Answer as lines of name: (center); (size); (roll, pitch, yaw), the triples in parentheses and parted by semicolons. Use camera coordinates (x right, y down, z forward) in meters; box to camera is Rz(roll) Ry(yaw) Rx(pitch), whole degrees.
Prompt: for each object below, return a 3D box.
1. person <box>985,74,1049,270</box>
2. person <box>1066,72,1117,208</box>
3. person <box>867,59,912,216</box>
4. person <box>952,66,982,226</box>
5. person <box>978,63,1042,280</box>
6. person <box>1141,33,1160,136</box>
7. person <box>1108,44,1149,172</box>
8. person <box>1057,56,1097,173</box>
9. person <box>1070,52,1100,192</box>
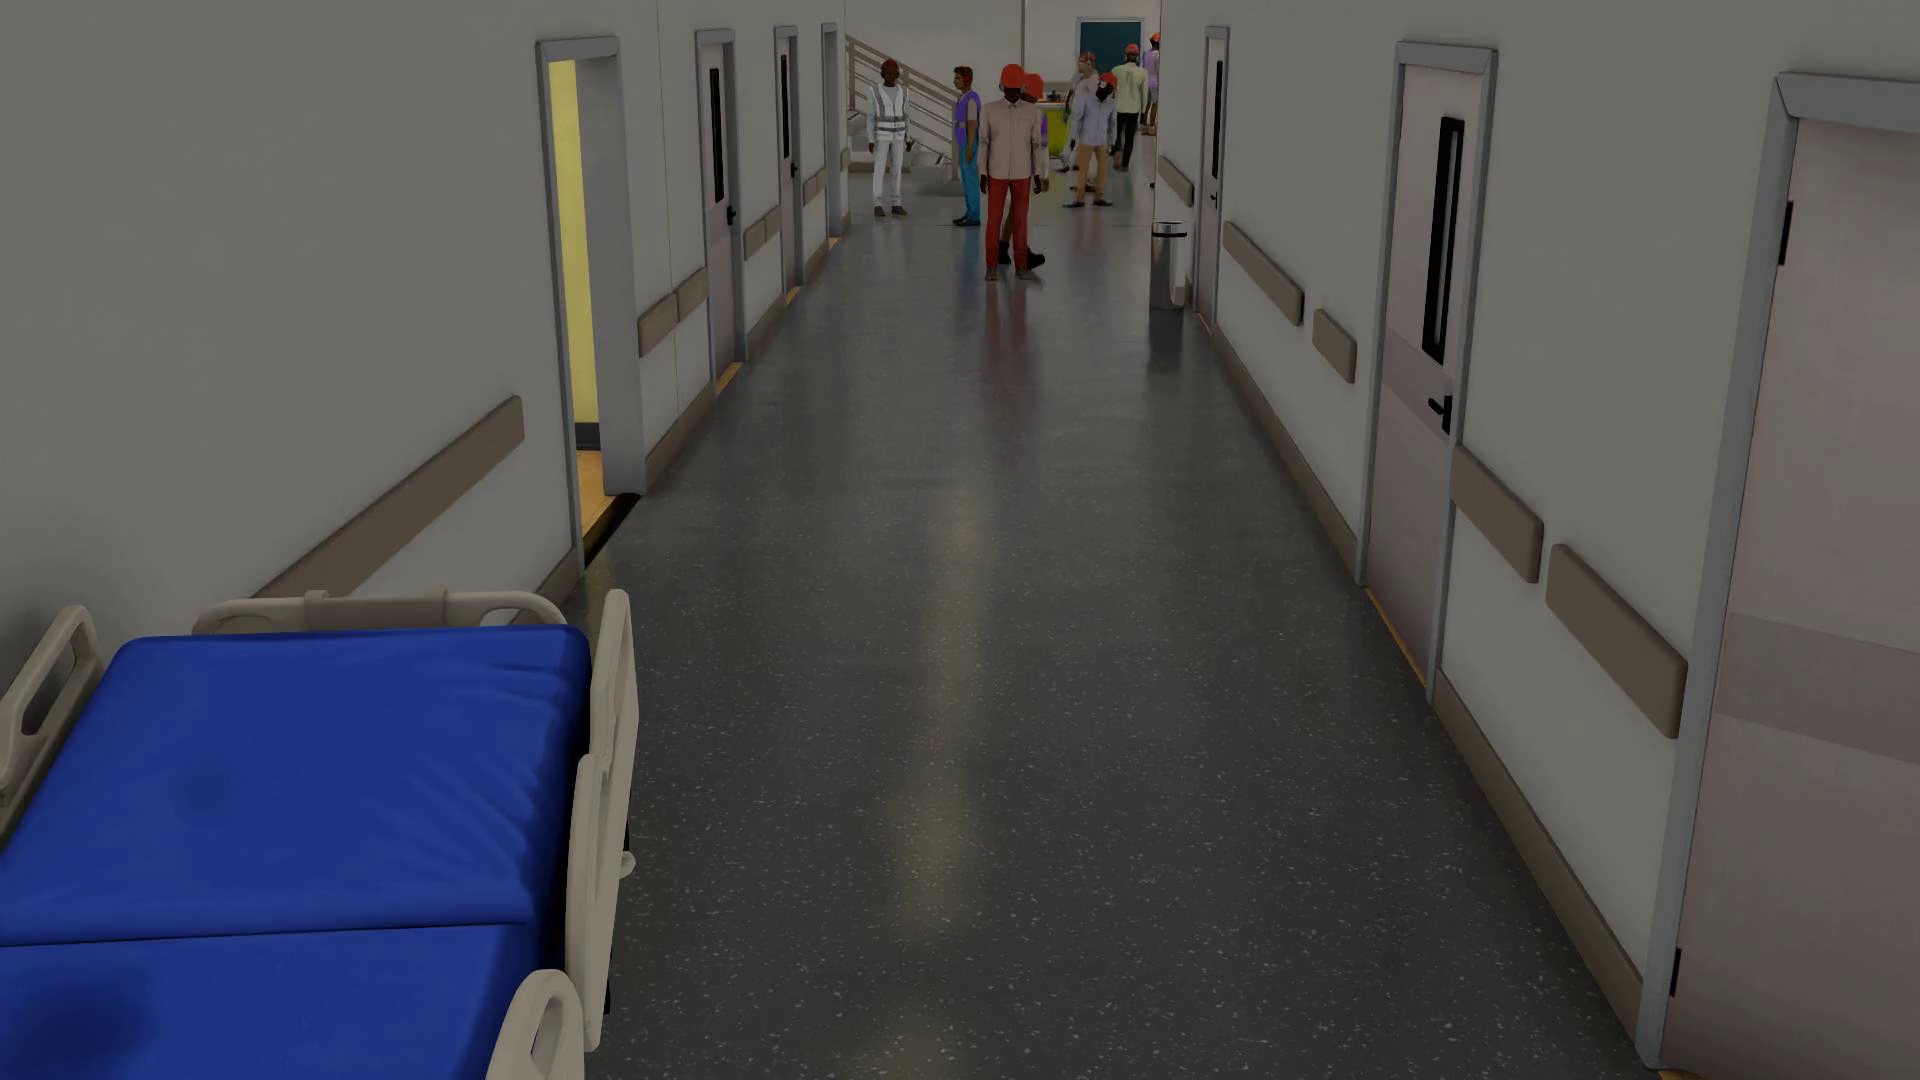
person: (0.592, -3.596, 16.277); (0.608, 1.861, 0.990); (-10, 20, -28)
person: (1.683, -5.105, 21.293); (0.680, 1.705, 0.336); (-5, 18, -17)
person: (-0.869, -4.941, 20.487); (0.585, 1.876, 0.337); (-9, 20, -27)
person: (0.112, -4.623, 19.566); (0.384, 1.837, 0.564); (-3, 18, -9)
person: (0.470, -3.426, 15.550); (0.611, 1.985, 0.393); (-2, 18, -8)
person: (3.936, -9.230, 33.728); (0.407, 2.031, 0.612); (-12, 21, -32)
person: (2.596, -6.699, 25.881); (0.659, 1.960, 0.666); (2, 18, 6)
person: (1.827, -6.684, 26.066); (0.365, 1.833, 0.705); (16, 24, 41)
person: (1.759, -5.834, 23.248); (0.407, 1.908, 0.641); (-2, 18, -7)
